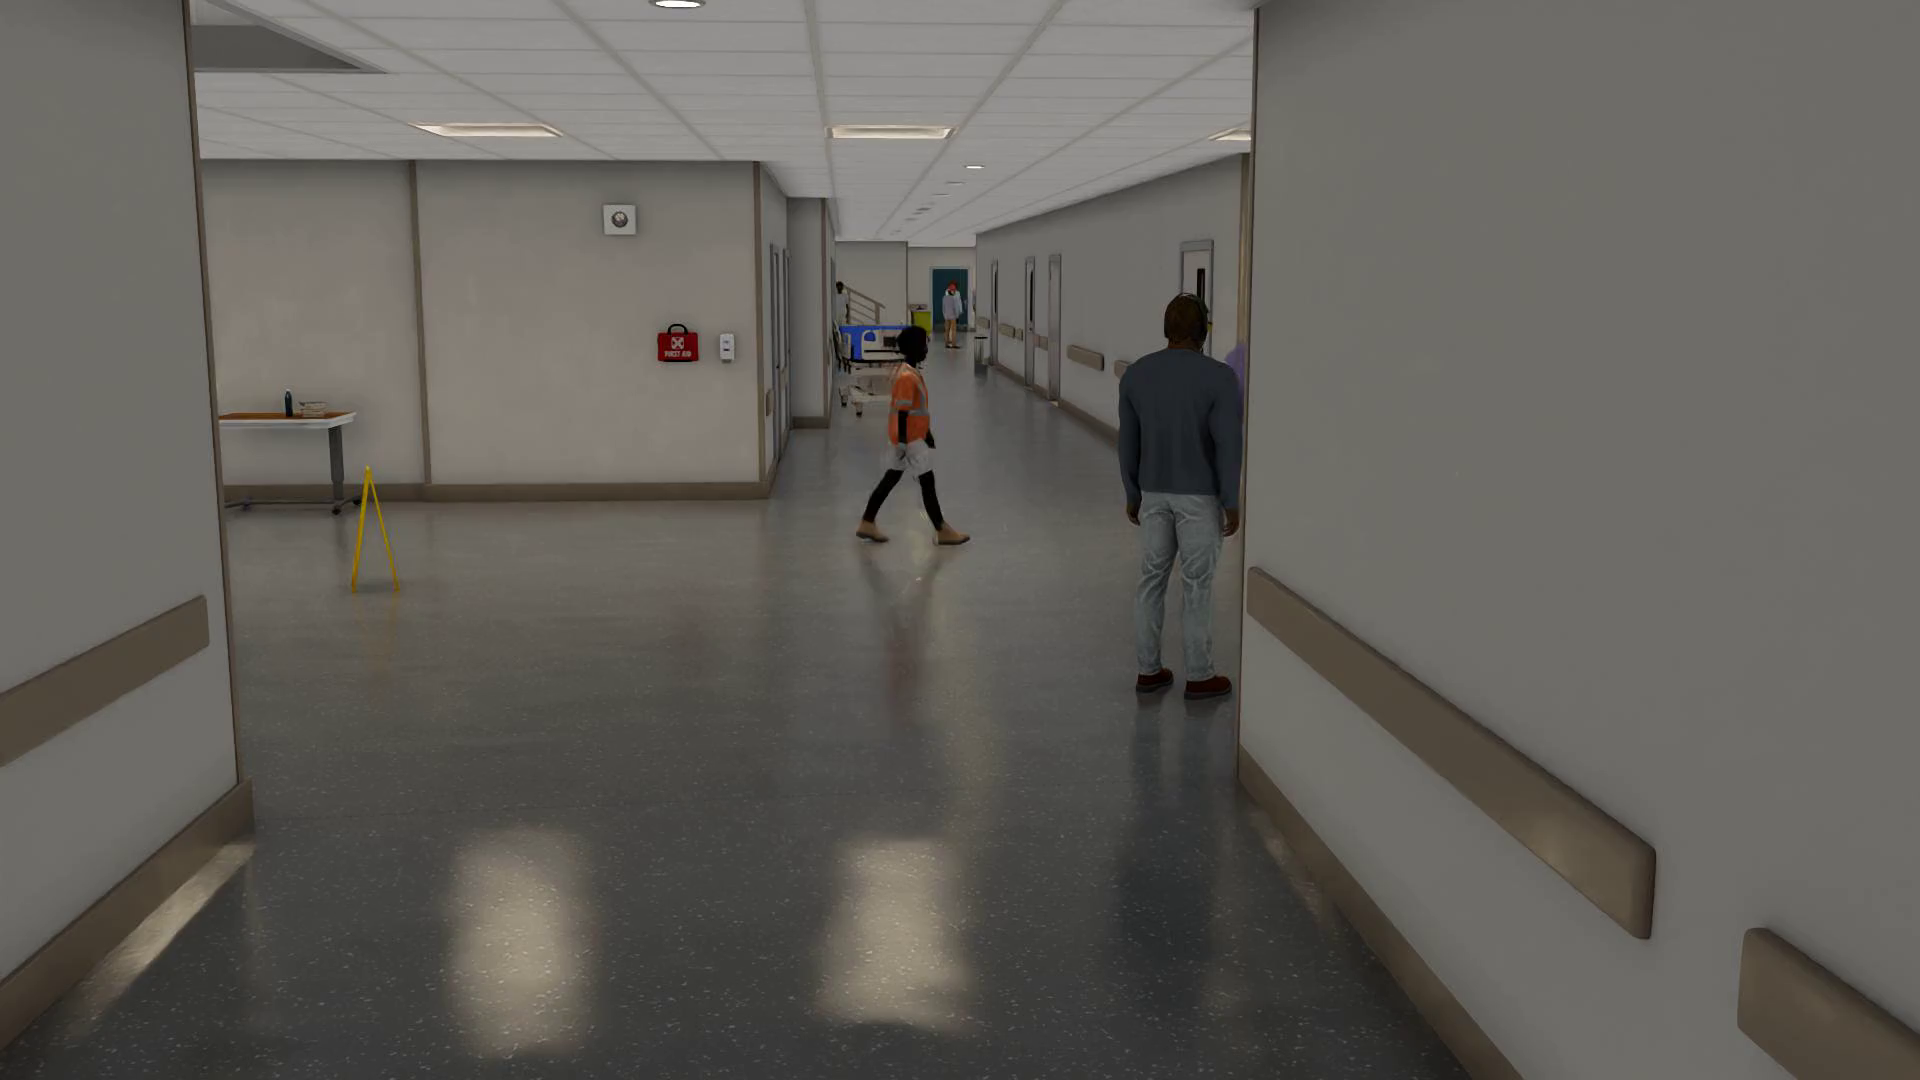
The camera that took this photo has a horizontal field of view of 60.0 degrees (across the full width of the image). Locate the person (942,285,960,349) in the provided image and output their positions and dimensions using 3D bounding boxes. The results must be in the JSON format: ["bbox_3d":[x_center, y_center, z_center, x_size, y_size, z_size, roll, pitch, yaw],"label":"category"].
[{"bbox_3d":[-0.231,-6.156,45.906,0.559,1.751,0.326,8,12,42],"label":"person"}]

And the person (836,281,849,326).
[{"bbox_3d":[-3.261,-6.075,45.058,0.544,1.860,0.412,-1,9,-5],"label":"person"}]

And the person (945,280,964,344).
[{"bbox_3d":[-0.176,-6.712,49.051,0.457,1.871,0.595,-7,11,-38],"label":"person"}]

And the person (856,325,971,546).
[{"bbox_3d":[-0.386,-0.777,12.451,0.868,1.653,0.537,0,9,-2],"label":"person"}]

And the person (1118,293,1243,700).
[{"bbox_3d":[1.059,-0.205,7.963,0.635,1.938,0.359,7,11,35],"label":"person"}]
